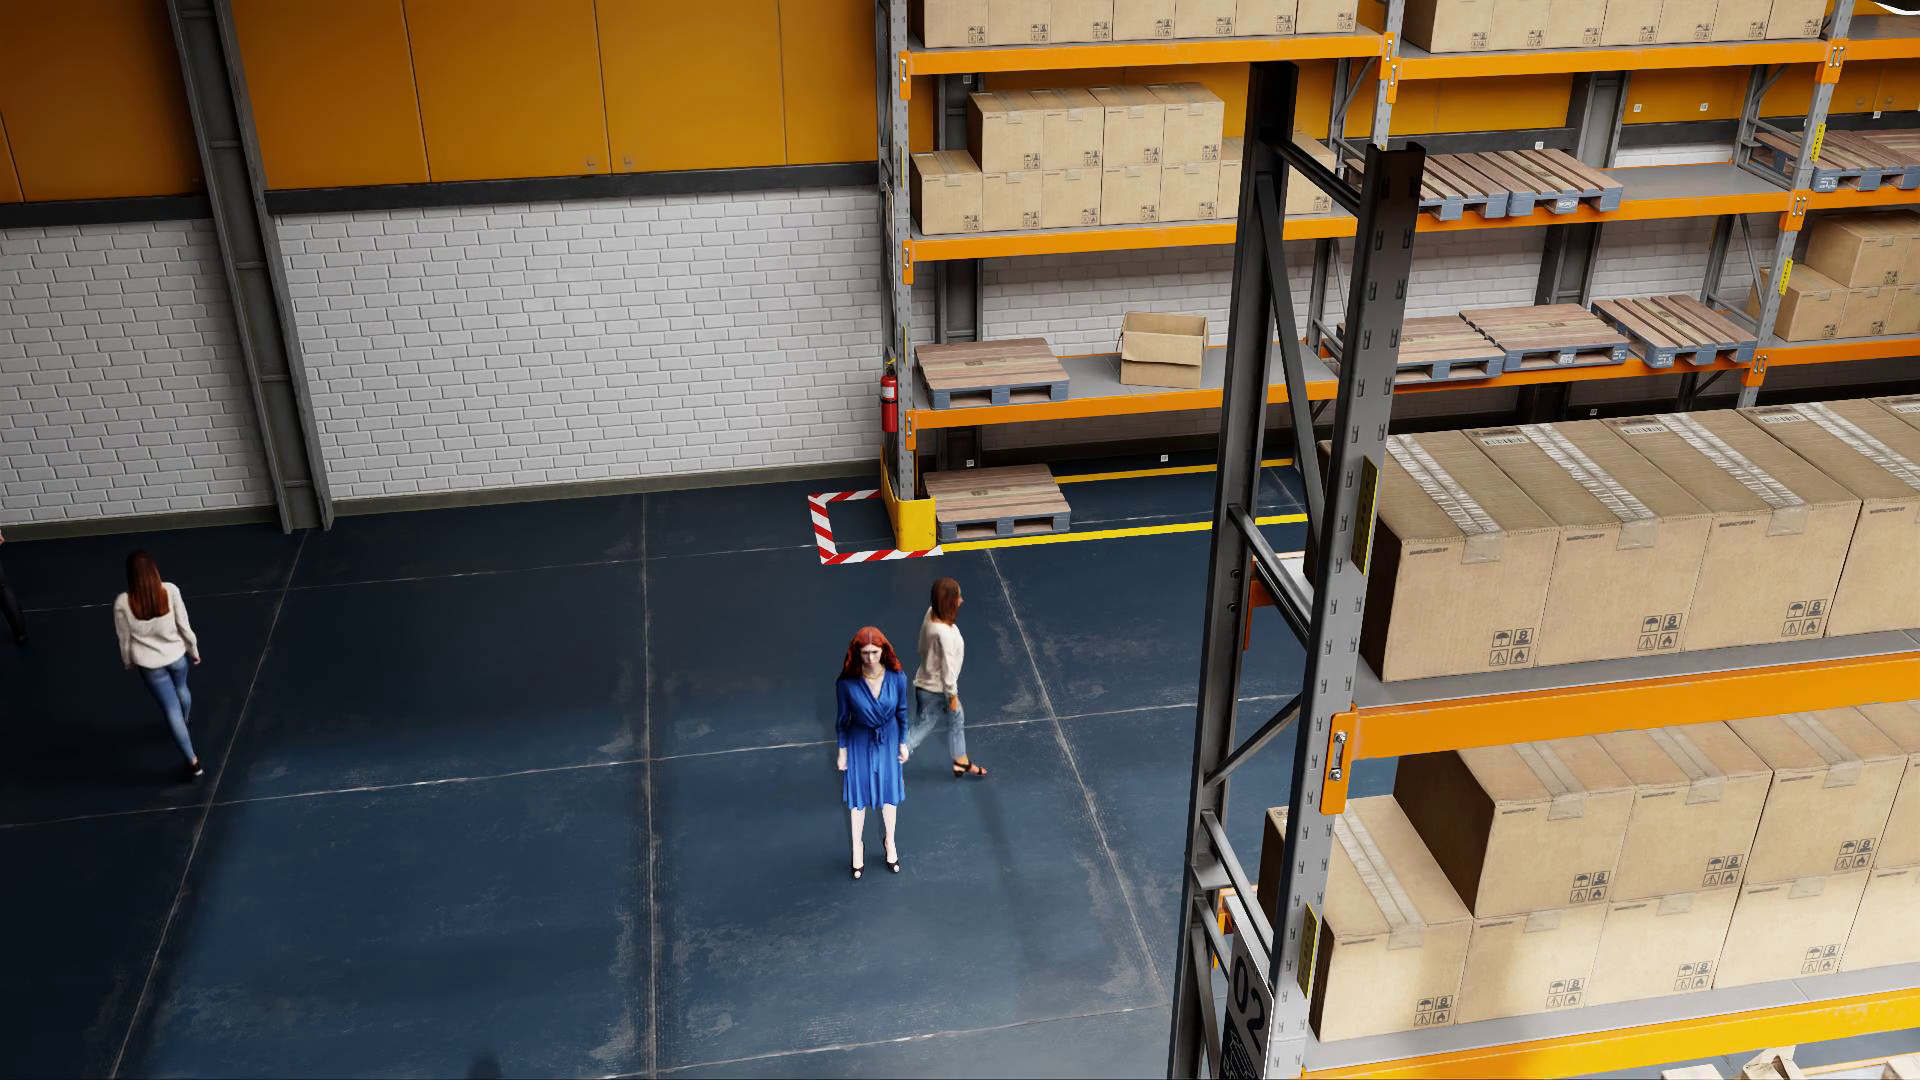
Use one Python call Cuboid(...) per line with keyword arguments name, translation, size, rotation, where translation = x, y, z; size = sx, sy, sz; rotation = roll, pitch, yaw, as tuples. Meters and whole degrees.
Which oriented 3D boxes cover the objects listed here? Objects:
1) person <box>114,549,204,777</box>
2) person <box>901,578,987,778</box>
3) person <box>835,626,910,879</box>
Cuboid(name="person", translation=(-5.508, 0.882, 11.533), size=(1.130, 1.643, 0.985), rotation=(-18, 33, -29))
Cuboid(name="person", translation=(-0.250, 1.007, 11.308), size=(1.044, 1.638, 0.675), rotation=(-3, 29, -6))
Cuboid(name="person", translation=(-0.545, 1.335, 10.508), size=(0.492, 1.828, 0.669), rotation=(-5, 29, -10))
